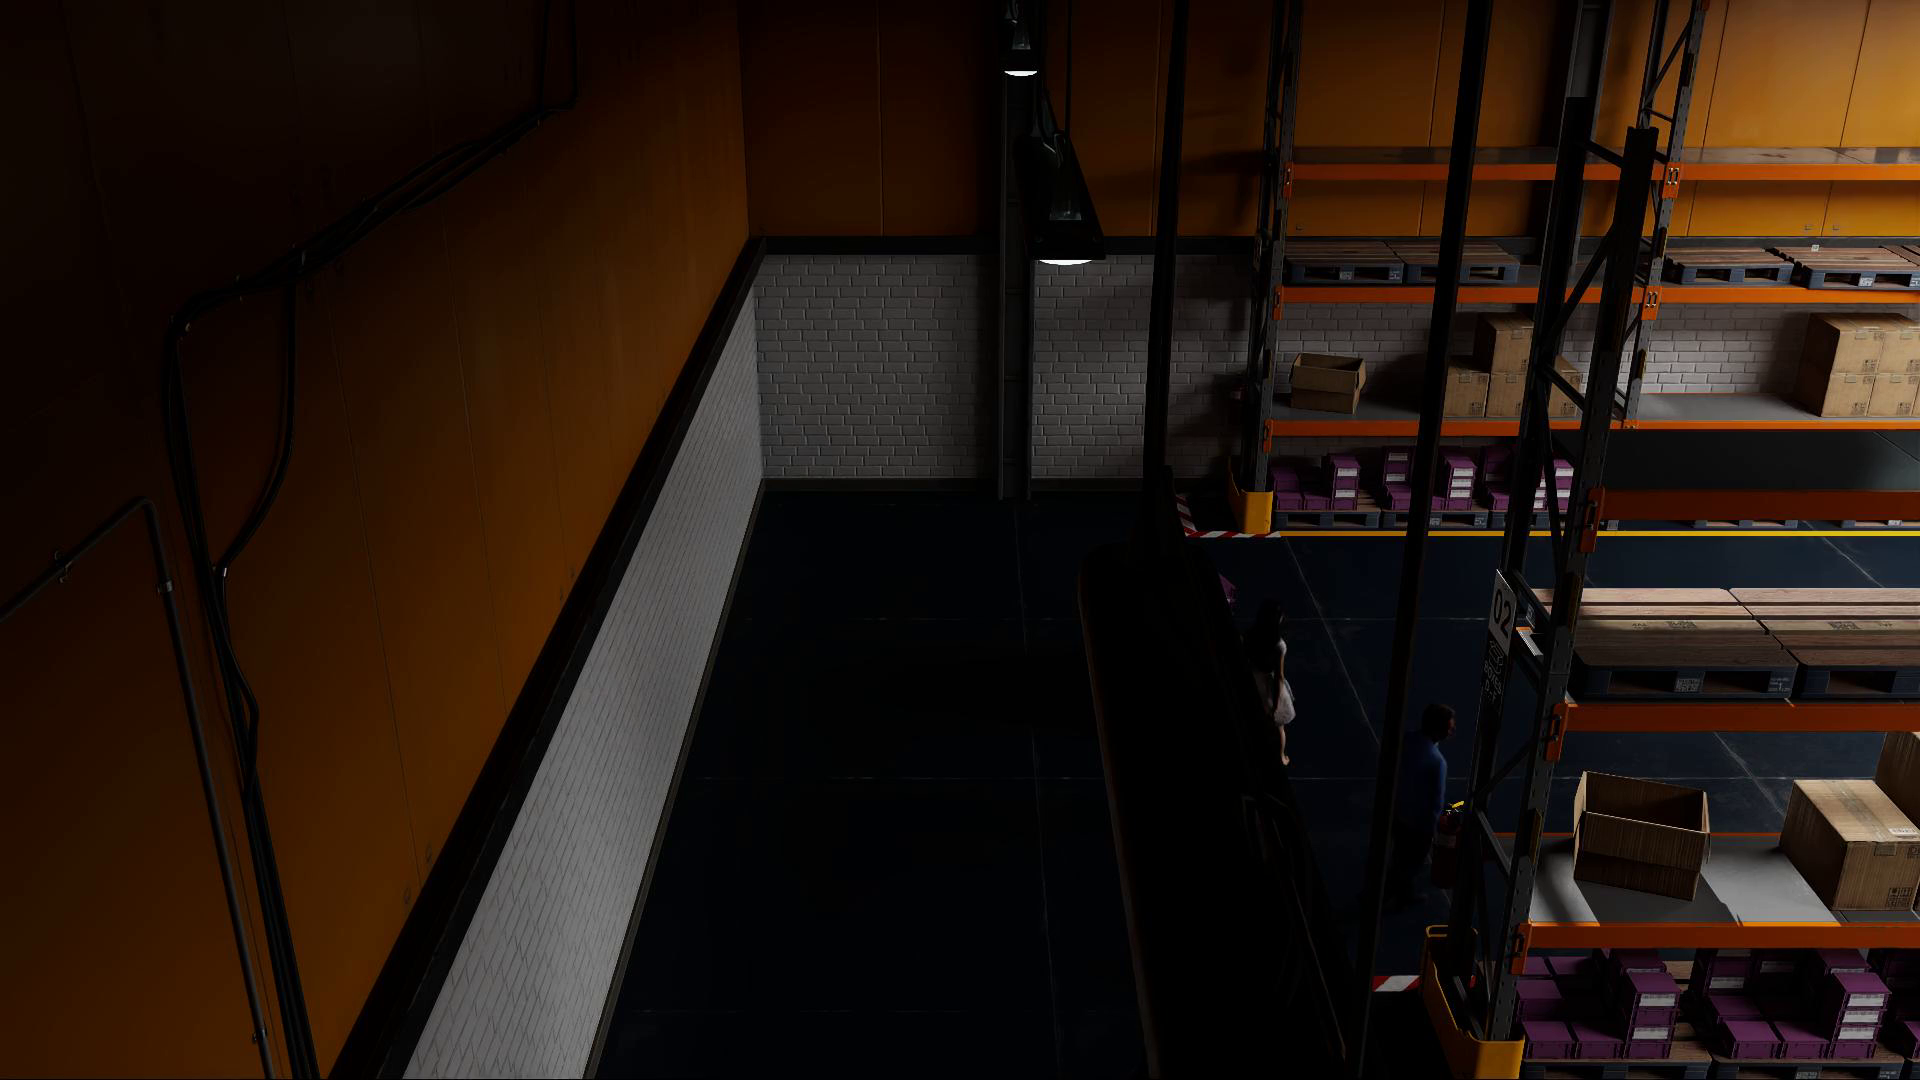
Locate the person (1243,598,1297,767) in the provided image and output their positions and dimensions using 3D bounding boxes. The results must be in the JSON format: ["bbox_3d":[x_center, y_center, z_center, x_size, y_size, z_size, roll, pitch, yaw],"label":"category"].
[{"bbox_3d":[2.343,1.329,13.288,1.165,1.719,1.145,18,29,35],"label":"person"}]

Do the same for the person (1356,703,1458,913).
[{"bbox_3d":[3.150,1.951,11.777,1.099,1.790,0.938,-12,26,-26],"label":"person"}]
